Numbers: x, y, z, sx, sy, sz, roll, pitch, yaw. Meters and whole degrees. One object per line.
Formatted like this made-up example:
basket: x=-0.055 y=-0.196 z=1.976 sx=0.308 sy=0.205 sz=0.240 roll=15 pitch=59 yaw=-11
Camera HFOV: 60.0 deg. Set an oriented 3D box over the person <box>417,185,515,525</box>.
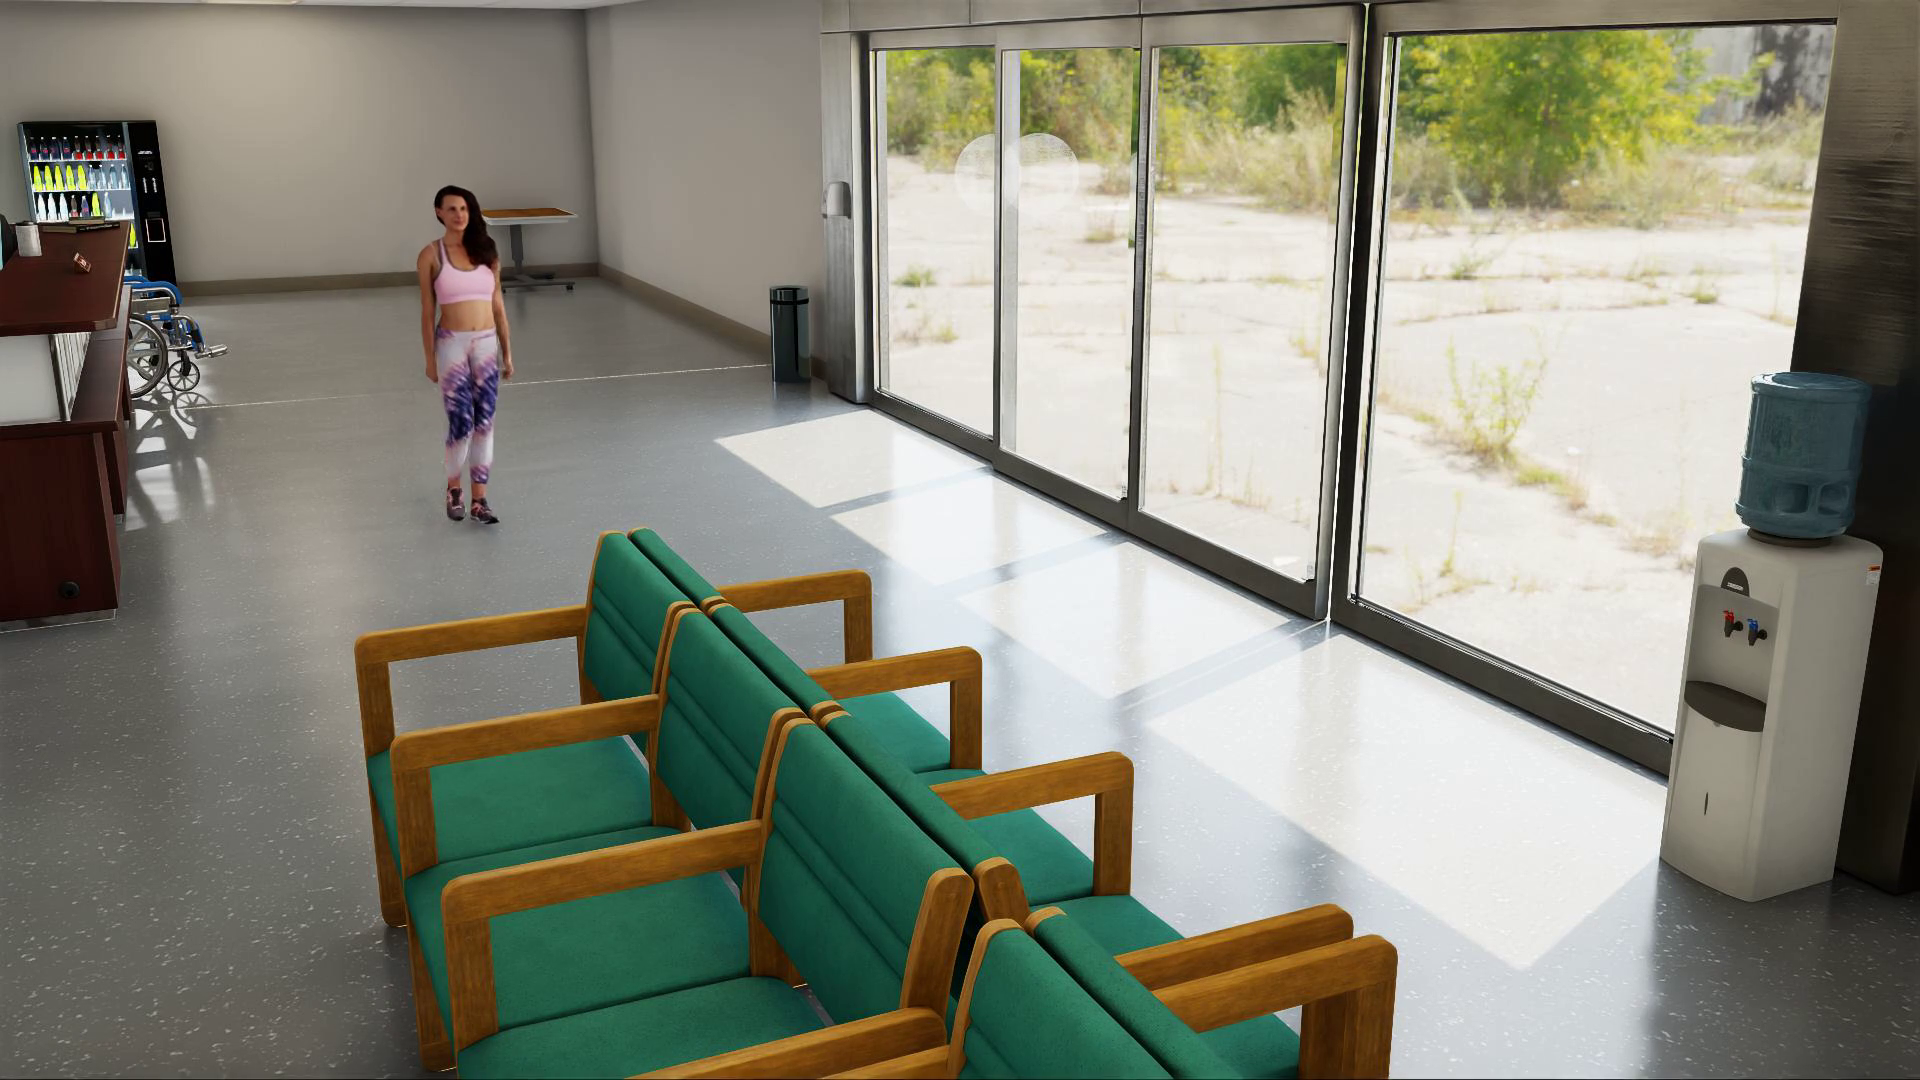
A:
person: x=-2.594 y=-0.955 z=8.676 sx=0.597 sy=1.759 sz=0.696 roll=-12 pitch=20 yaw=-36
